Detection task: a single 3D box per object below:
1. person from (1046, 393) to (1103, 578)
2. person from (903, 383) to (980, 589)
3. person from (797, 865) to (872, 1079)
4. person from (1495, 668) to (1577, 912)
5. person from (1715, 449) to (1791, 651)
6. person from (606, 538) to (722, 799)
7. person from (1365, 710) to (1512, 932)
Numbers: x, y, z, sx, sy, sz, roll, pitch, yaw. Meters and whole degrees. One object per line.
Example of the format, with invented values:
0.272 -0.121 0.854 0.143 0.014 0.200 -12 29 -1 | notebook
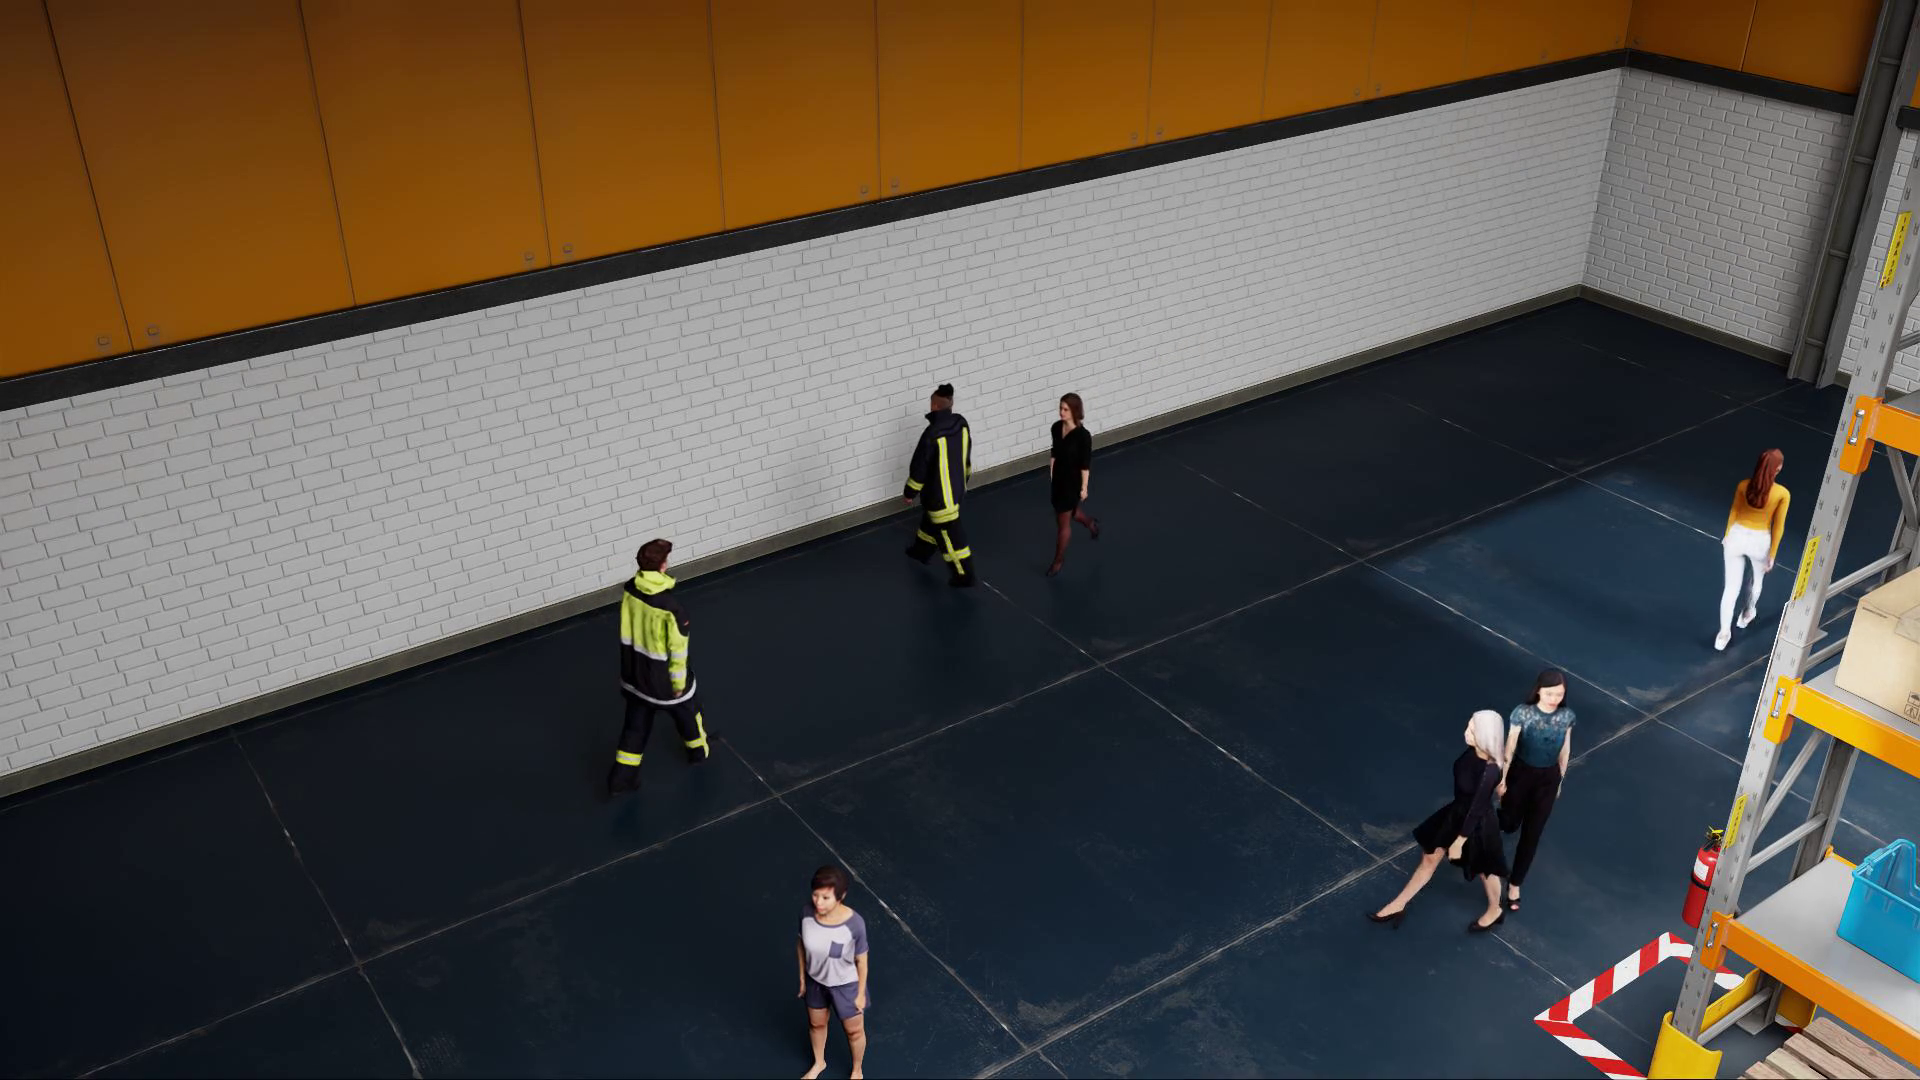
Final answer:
1.004 -0.505 14.444 0.727 1.683 0.913 -24 37 -37 | person
-0.094 -0.426 14.153 1.240 1.824 1.004 19 34 31 | person
-0.698 2.421 9.204 0.622 1.565 0.711 11 30 19 | person
3.642 1.528 10.684 0.910 1.716 1.003 2 29 4 | person
6.275 0.103 13.283 0.943 1.728 0.869 16 32 26 | person
-2.177 0.926 11.552 1.324 1.942 1.173 17 33 28 | person
3.225 1.787 10.221 1.079 1.704 1.133 0 29 1 | person
